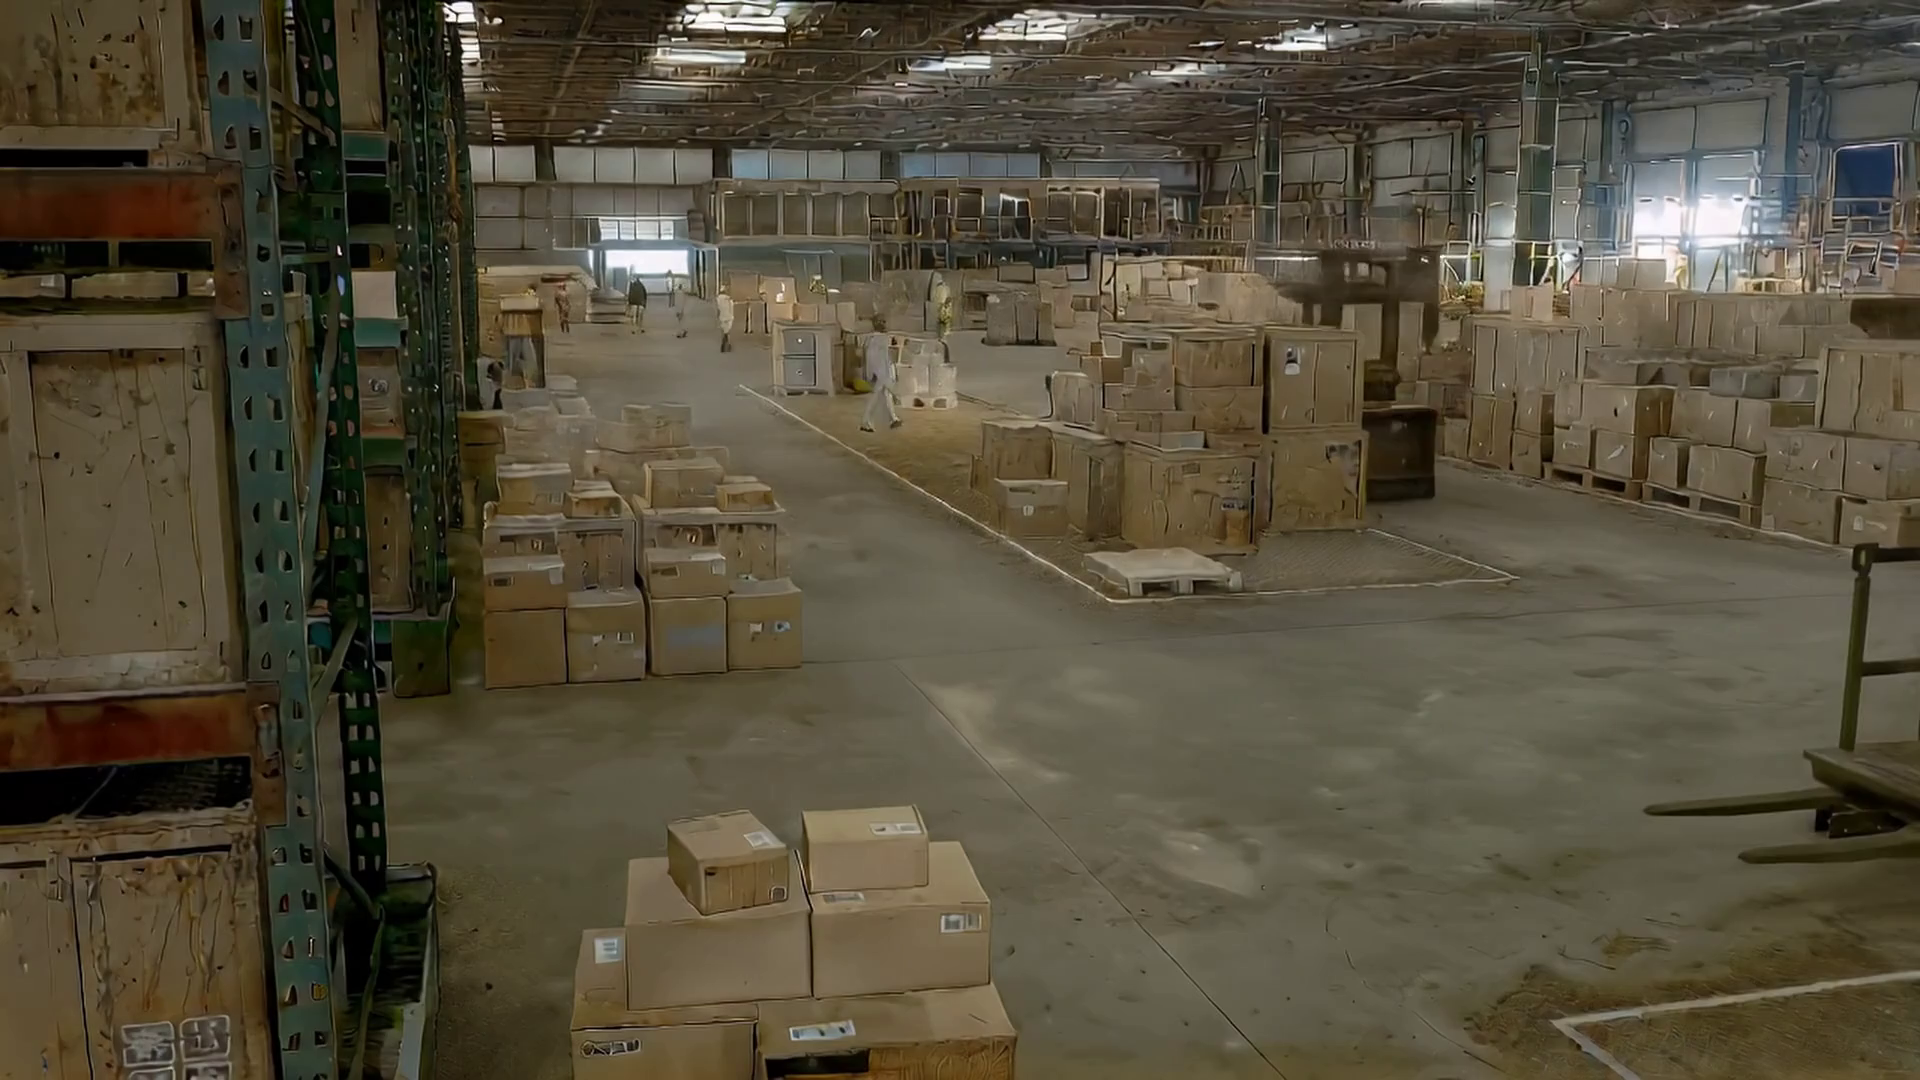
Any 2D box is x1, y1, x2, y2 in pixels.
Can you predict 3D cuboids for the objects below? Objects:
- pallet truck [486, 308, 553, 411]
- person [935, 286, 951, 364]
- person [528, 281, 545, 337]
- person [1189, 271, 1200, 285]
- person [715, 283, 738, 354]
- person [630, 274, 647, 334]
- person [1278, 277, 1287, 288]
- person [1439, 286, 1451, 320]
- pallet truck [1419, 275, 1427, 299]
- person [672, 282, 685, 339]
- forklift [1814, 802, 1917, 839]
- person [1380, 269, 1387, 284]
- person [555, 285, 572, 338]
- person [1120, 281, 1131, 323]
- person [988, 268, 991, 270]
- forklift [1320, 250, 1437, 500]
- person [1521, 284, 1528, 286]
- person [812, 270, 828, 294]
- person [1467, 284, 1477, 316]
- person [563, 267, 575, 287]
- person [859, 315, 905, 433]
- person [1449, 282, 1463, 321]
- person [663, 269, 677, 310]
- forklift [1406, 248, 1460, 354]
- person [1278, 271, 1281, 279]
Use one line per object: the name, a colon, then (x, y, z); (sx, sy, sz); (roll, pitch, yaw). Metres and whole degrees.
pallet truck: (-6.242, -2.418, 24.362); (0.823, 1.965, 1.885); (1, 10, 3)
person: (-0.390, -4.828, 38.100); (0.367, 1.966, 0.607); (-1, 10, -5)
person: (-13.424, -7.274, 52.483); (0.935, 1.786, 0.607); (-3, 10, -14)
person: (9.095, -9.373, 63.946); (0.659, 1.925, 0.465); (3, 11, 17)
person: (-6.264, -5.959, 44.733); (0.564, 1.878, 1.006); (3, 10, 14)
person: (-10.589, -7.792, 54.869); (0.629, 1.981, 0.435); (-9, 14, -42)
person: (10.231, -7.383, 52.708); (0.531, 1.910, 0.630); (-9, 14, -43)
person: (14.612, -6.820, 50.167); (0.321, 1.690, 0.532); (-5, 11, -25)
pallet truck: (14.620, -7.324, 52.145); (0.823, 1.965, 1.885); (8, 13, 40)
person: (-8.762, -7.140, 51.791); (0.375, 1.750, 0.544); (3, 10, 16)
forklift: (5.198, 0.108, 7.559); (1.873, 2.768, 1.129); (-3, 10, -15)
person: (20.738, -12.365, 80.848); (0.608, 1.942, 0.421); (6, 12, 30)
person: (-12.363, -7.112, 51.872); (0.540, 1.672, 0.723); (-5, 11, -25)
person: (4.836, -6.625, 48.570); (0.327, 1.865, 0.520); (5, 11, 28)
person: (1.250, -11.333, 75.093); (0.666, 1.907, 0.591); (9, 13, 41)
forklift: (4.586, -1.932, 19.114); (1.129, 2.768, 1.873); (-3, 10, -16)
person: (15.413, -6.094, 45.639); (0.429, 1.838, 0.621); (5, 11, 27)
person: (-4.900, -8.447, 58.382); (0.537, 2.000, 0.689); (-4, 11, -21)
person: (15.767, -7.042, 51.389); (0.895, 1.701, 0.495); (-5, 11, -25)
person: (-16.776, -10.686, 71.210); (0.602, 1.979, 1.034); (3, 10, 15)
person: (-1.215, -2.568, 25.745); (1.003, 1.811, 0.529); (-9, 13, -41)
person: (13.815, -6.206, 46.191); (0.946, 1.892, 0.592); (9, 14, 42)
person: (-12.960, -11.200, 74.472); (0.602, 1.864, 0.610); (-3, 10, -16)
forklift: (10.940, -5.494, 39.282); (1.873, 2.768, 1.129); (-5, 11, -25)
person: (16.666, -13.485, 87.580); (0.518, 1.804, 0.645); (-9, 14, -42)
